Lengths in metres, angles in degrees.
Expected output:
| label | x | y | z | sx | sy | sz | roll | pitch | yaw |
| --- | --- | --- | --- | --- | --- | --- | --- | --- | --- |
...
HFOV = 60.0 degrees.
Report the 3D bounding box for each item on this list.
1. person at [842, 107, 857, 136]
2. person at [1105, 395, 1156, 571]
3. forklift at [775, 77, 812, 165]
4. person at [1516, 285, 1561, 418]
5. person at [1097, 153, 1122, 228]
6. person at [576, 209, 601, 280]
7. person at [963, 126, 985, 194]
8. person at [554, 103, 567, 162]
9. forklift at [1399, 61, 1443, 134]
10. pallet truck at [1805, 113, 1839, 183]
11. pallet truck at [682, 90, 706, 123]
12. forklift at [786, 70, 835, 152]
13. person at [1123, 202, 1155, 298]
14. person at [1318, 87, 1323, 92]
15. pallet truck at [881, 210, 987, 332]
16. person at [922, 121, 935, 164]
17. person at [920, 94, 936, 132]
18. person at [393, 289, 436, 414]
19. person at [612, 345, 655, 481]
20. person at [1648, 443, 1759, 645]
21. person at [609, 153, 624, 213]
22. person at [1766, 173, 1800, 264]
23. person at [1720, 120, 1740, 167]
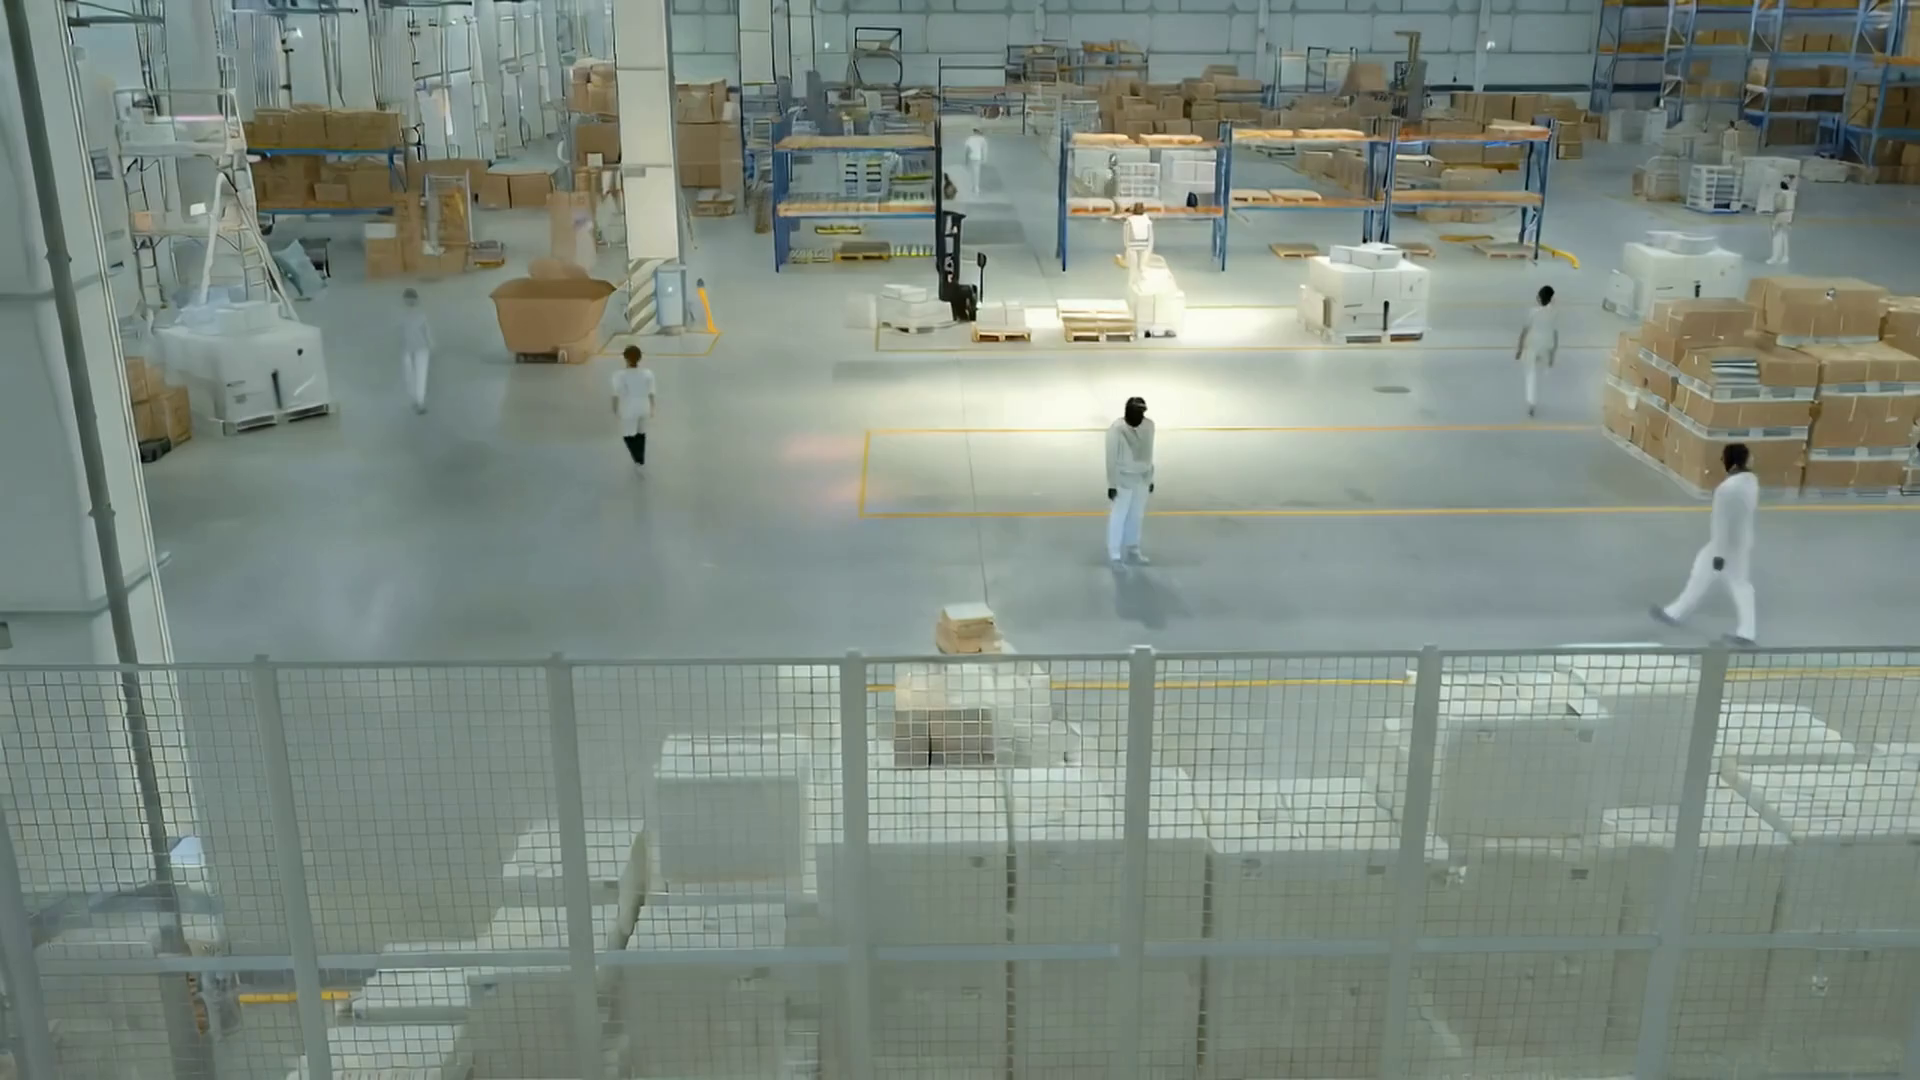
| label | x | y | z | sx | sy | sz | roll | pitch | yaw |
| --- | --- | --- | --- | --- | --- | --- | --- | --- | --- |
| person | -3.908 | -14.479 | 58.745 | 0.604 | 1.620 | 0.381 | 6 | 19 | 16 |
| person | 1.787 | -0.606 | 17.276 | 0.623 | 1.841 | 0.430 | -13 | 22 | -33 |
| forklift | -5.917 | -13.894 | 55.089 | 1.873 | 2.768 | 1.129 | -1 | 19 | -1 |
| person | 8.135 | -2.661 | 23.420 | 0.530 | 1.834 | 0.917 | 3 | 19 | 8 |
| person | 3.724 | -8.696 | 41.317 | 0.528 | 1.816 | 0.871 | -16 | 25 | -40 |
| person | -6.668 | -4.964 | 29.990 | 0.521 | 1.975 | 0.622 | -5 | 19 | -13 |
| person | 0.409 | -10.905 | 47.768 | 0.625 | 1.904 | 0.994 | -4 | 19 | -13 |
| person | -13.522 | -13.760 | 56.168 | 0.431 | 1.922 | 0.563 | -9 | 21 | -25 |
| forklift | 18.167 | -17.564 | 65.977 | 1.873 | 2.768 | 1.129 | -1 | 19 | -2 |
| pallet truck | 26.403 | -11.957 | 50.702 | 0.823 | 1.965 | 1.885 | 6 | 19 | 16 |
| pallet truck | -9.671 | -15.907 | 62.421 | 0.823 | 1.965 | 1.885 | 5 | 19 | 15 |
| forklift | -5.176 | -15.196 | 58.951 | 1.873 | 2.768 | 1.129 | -7 | 20 | -20 |
| person | 3.427 | -5.594 | 32.068 | 0.636 | 1.841 | 0.429 | -5 | 19 | -14 |
| person | 14.257 | -16.835 | 65.330 | 0.512 | 1.897 | 0.627 | 11 | 21 | 29 |
| pallet truck | -0.493 | -4.759 | 29.349 | 1.885 | 1.965 | 0.823 | -13 | 23 | -34 |
| person | -0.984 | -12.226 | 51.960 | 0.490 | 1.705 | 0.894 | -5 | 19 | -15 |
| person | -1.182 | -15.325 | 60.824 | 0.639 | 1.917 | 0.761 | 5 | 19 | 14 |
| person | -7.729 | -2.700 | 23.647 | 0.525 | 1.733 | 0.831 | -2 | 19 | -5 |
| person | -3.957 | -1.543 | 20.318 | 0.538 | 1.676 | 0.718 | -9 | 21 | -25 |
| person | 7.010 | 0.012 | 15.363 | 0.658 | 1.881 | 1.025 | -14 | 23 | -35 |
| person | -8.350 | -8.464 | 40.519 | 0.358 | 1.881 | 0.574 | 5 | 19 | 16 |
| person | 17.768 | -6.934 | 35.918 | 0.539 | 1.929 | 0.394 | -4 | 19 | -13 |
| person | 24.141 | -12.298 | 52.184 | 0.533 | 1.692 | 0.322 | 8 | 20 | 23 |
